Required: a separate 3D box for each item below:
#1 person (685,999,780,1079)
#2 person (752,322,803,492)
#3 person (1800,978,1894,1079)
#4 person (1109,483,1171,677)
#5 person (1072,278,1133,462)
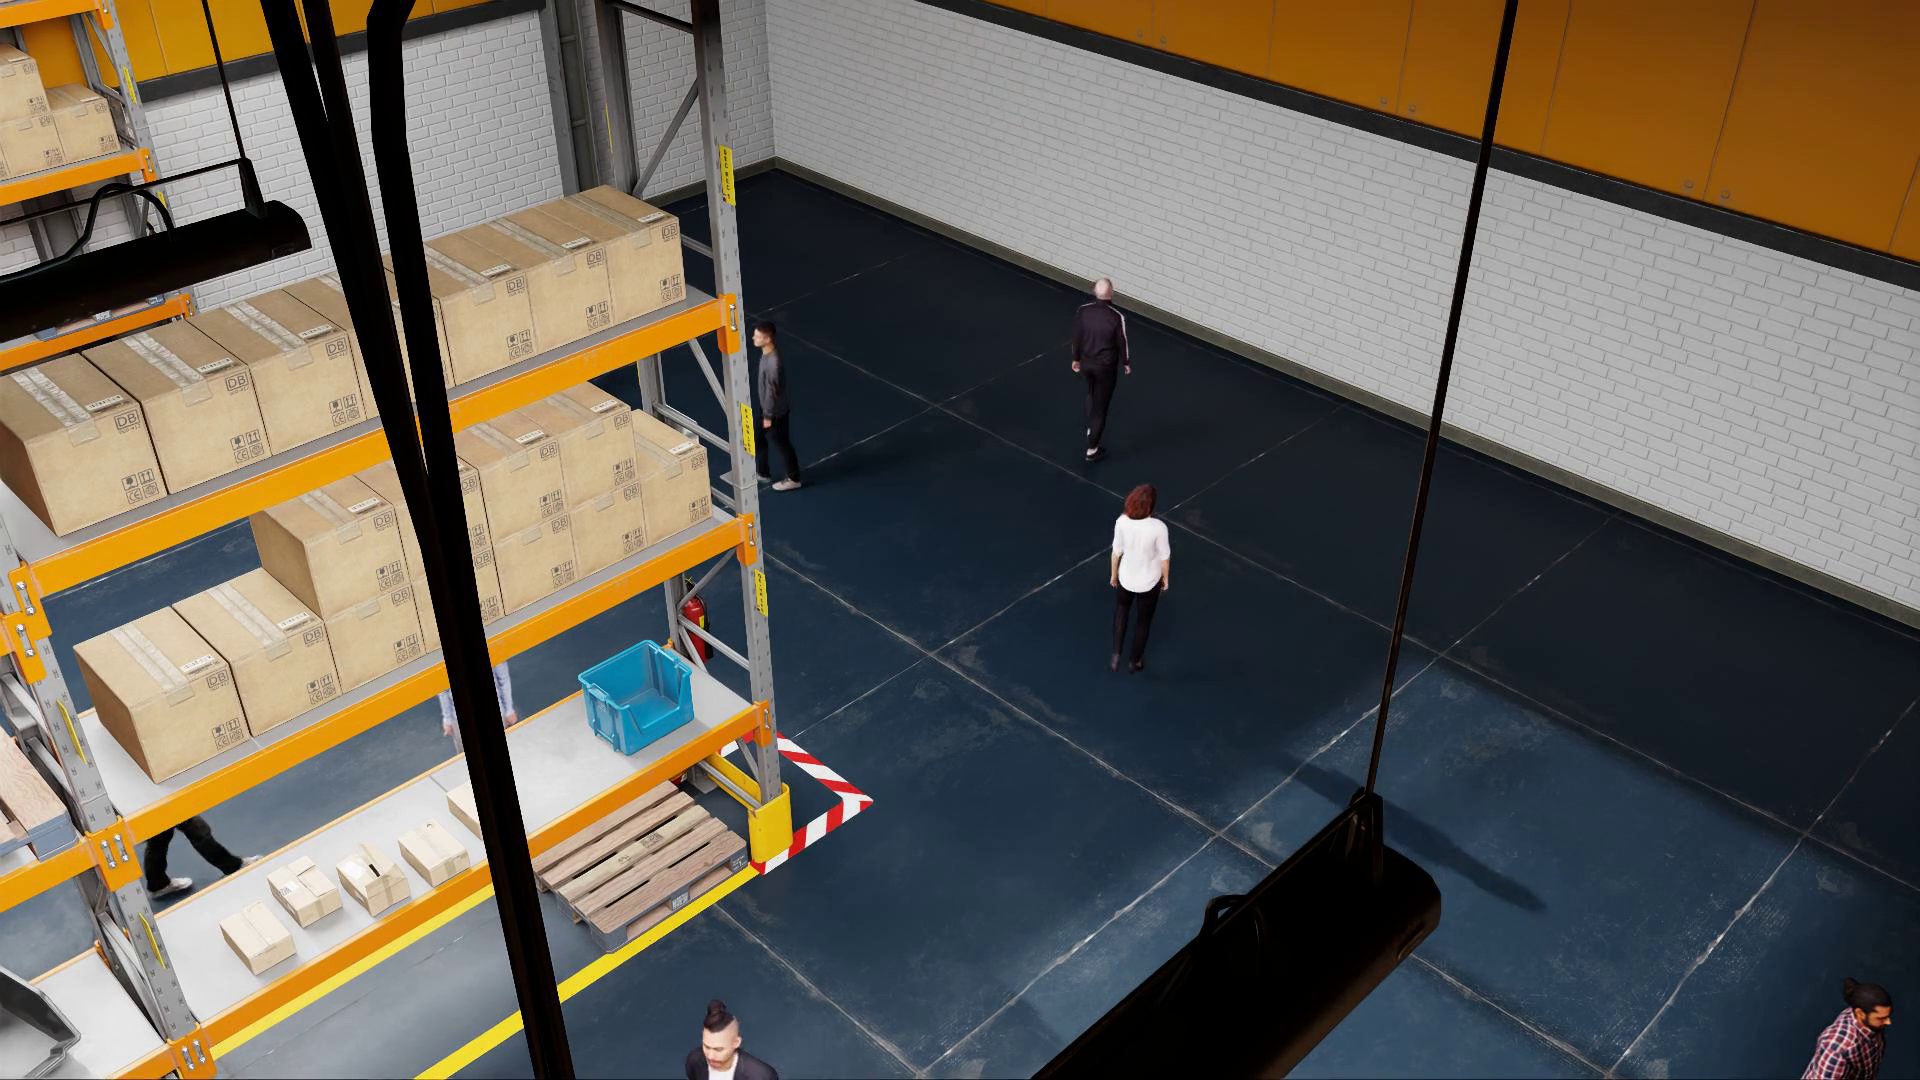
[{"bbox_3d":[-1.112,3.101,8.799,0.977,1.929,1.176,12,36,18],"label":"person"},{"bbox_3d":[-1.649,-1.245,15.504,0.926,1.744,0.836,-8,34,-12],"label":"person"},{"bbox_3d":[4.724,3.040,9.043,0.747,1.761,0.491,28,43,36],"label":"person"},{"bbox_3d":[1.375,0.383,13.019,0.719,1.785,0.755,13,36,18],"label":"person"},{"bbox_3d":[1.282,-1.596,15.973,0.745,1.809,0.824,23,40,31],"label":"person"}]
